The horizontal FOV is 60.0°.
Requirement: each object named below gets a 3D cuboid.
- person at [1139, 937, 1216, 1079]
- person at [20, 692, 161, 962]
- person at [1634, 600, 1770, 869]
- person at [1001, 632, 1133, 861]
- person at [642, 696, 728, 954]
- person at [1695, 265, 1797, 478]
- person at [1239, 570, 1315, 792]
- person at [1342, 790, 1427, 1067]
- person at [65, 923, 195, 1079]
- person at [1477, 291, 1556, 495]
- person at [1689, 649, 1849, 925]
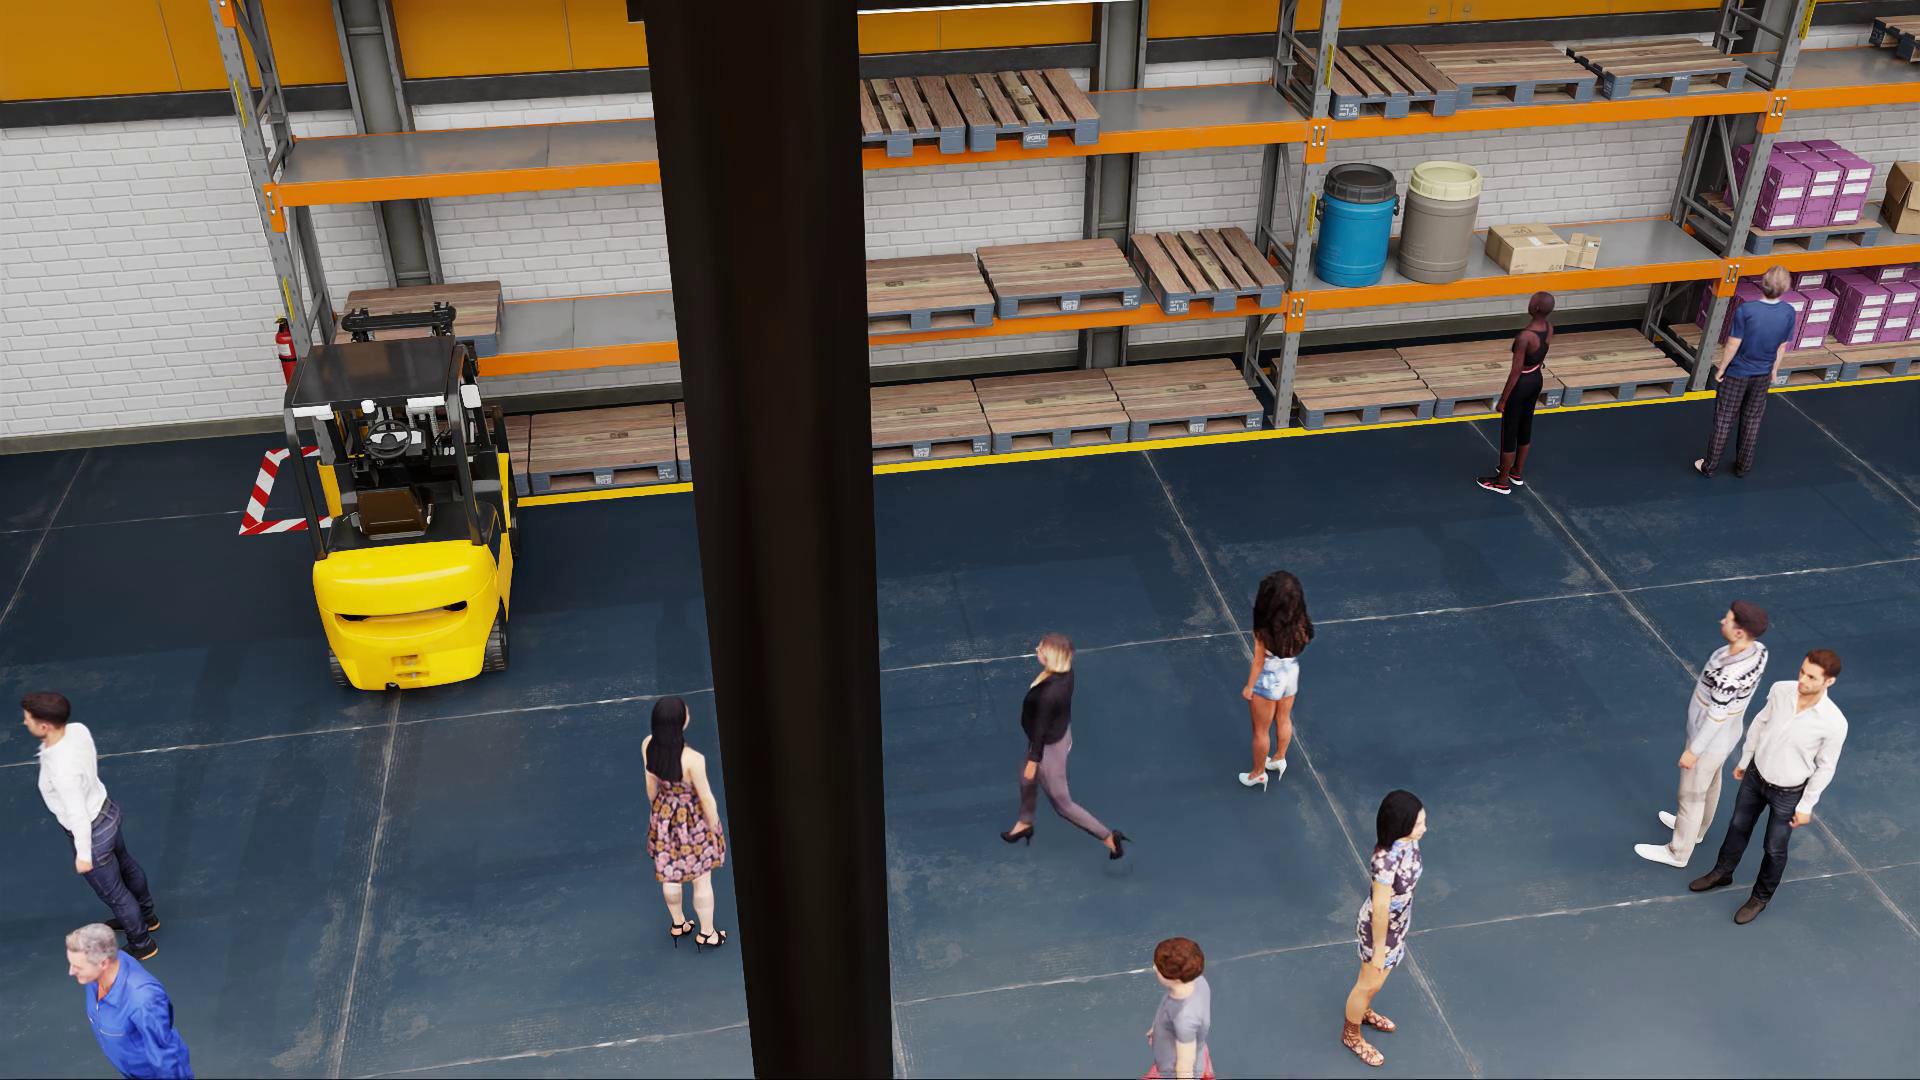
[{"bbox_3d":[1.126,2.545,7.941,1.228,1.604,0.914,7,34,11],"label":"person"},{"bbox_3d":[-4.772,1.573,9.165,0.598,1.868,0.626,-8,34,-12],"label":"person"},{"bbox_3d":[4.453,1.141,9.821,0.824,1.862,0.738,26,41,33],"label":"person"},{"bbox_3d":[0.623,1.287,9.804,1.127,1.636,0.864,7,34,11],"label":"person"},{"bbox_3d":[-1.534,1.581,9.239,0.790,1.773,0.863,15,37,22],"label":"person"},{"bbox_3d":[6.440,-1.367,13.586,0.565,1.871,0.771,2,34,3],"label":"person"},{"bbox_3d":[1.959,0.887,10.419,0.636,1.623,0.725,-24,40,-31],"label":"person"},{"bbox_3d":[2.213,1.992,8.657,0.716,1.733,0.678,17,37,24],"label":"person"},{"bbox_3d":[-3.801,2.466,7.861,0.780,1.825,0.817,24,40,31],"label":"person"},{"bbox_3d":[4.554,-1.200,13.436,0.619,1.758,0.724,-24,41,-32],"label":"person"},{"bbox_3d":[4.653,1.375,9.461,0.666,1.871,0.721,-18,38,-25],"label":"person"}]
